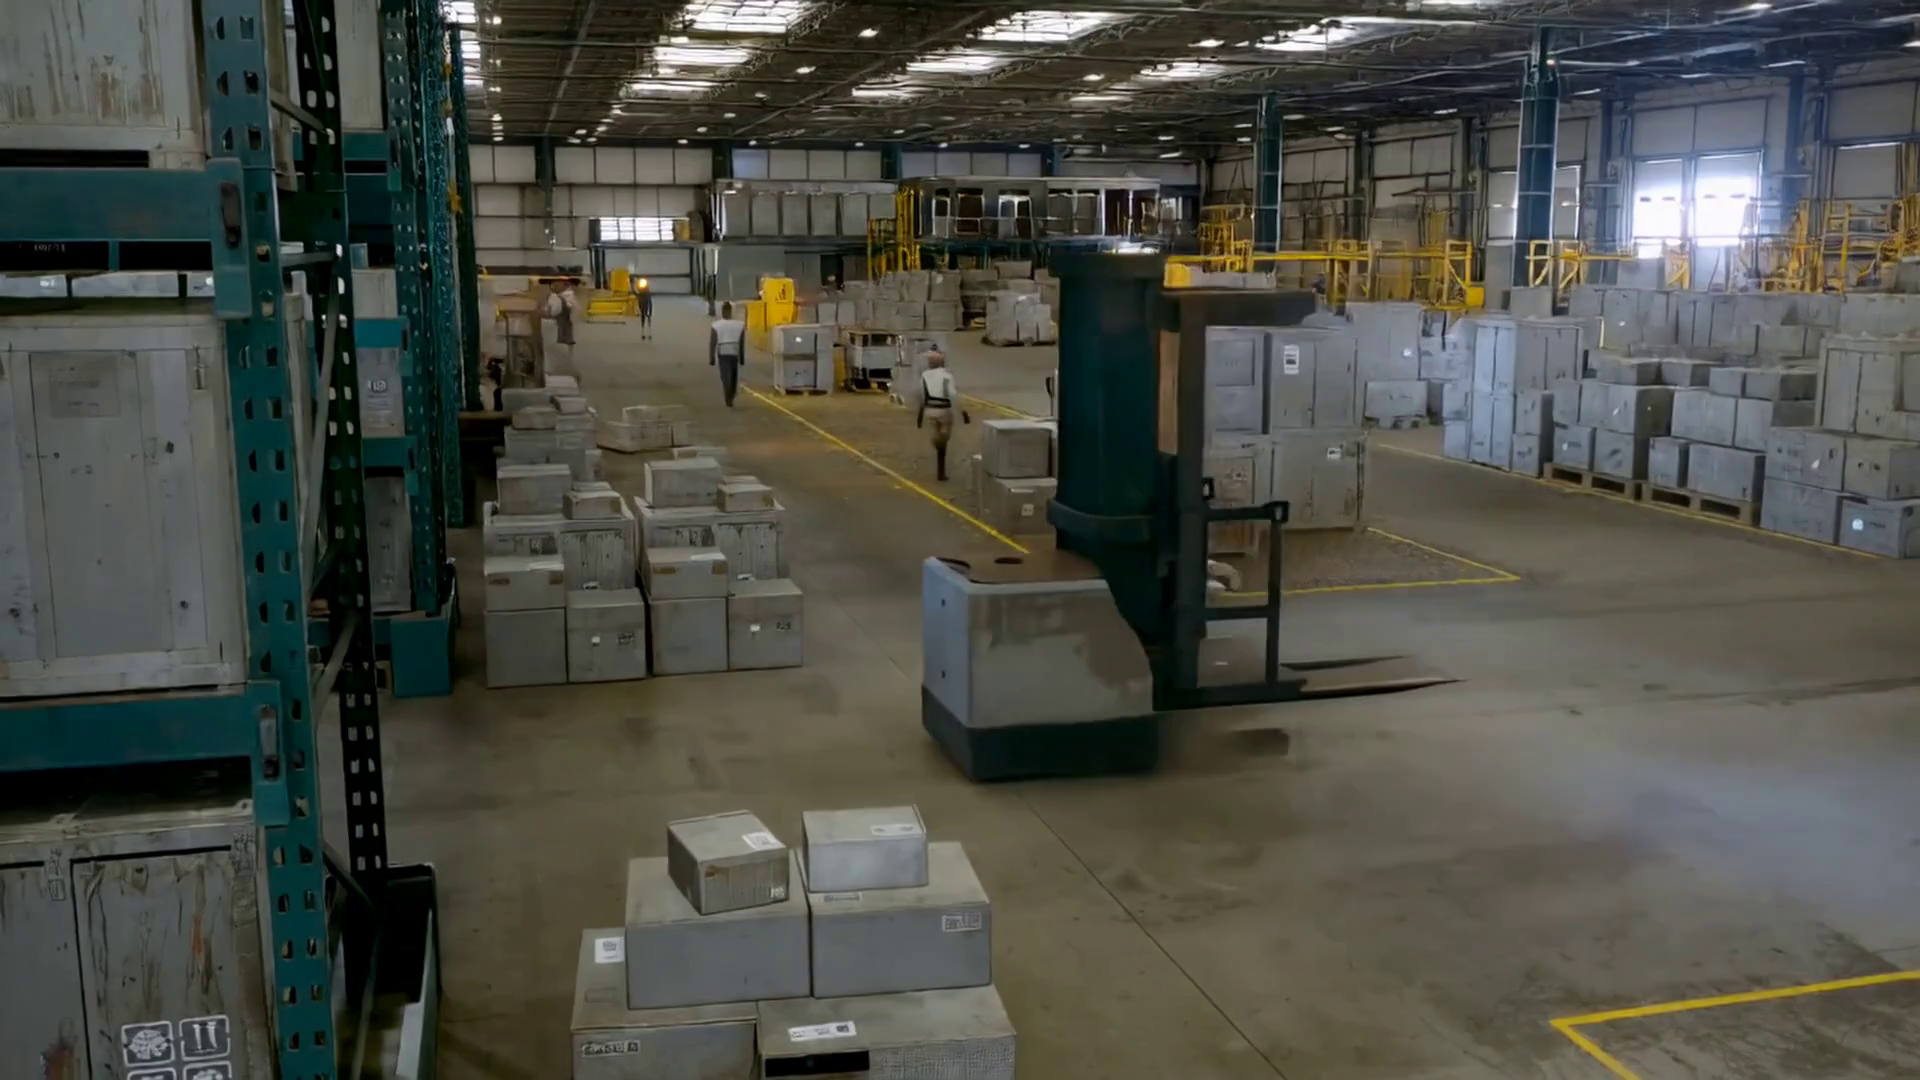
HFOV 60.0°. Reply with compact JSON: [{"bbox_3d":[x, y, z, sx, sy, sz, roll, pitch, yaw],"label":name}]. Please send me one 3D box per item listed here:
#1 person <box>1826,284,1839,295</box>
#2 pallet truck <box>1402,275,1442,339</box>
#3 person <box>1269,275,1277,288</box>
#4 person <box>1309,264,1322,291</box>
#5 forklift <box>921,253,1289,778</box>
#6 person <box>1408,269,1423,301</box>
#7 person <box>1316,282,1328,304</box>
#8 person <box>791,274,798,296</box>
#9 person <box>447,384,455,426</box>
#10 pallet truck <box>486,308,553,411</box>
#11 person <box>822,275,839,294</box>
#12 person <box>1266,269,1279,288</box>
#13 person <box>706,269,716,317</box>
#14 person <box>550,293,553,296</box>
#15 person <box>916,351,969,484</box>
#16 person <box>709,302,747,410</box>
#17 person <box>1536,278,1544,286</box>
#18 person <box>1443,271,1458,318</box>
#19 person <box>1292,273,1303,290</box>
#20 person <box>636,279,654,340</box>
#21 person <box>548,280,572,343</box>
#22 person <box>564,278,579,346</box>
[{"bbox_3d":[22.631,-5.673,43.067,0.552,1.908,0.890,-8,13,-38],"label":"person"},{"bbox_3d":[14.620,-7.324,52.145,0.823,1.965,1.885,8,13,40],"label":"pallet truck"},{"bbox_3d":[10.659,-8.178,57.264,0.855,1.912,0.632,8,13,38],"label":"person"},{"bbox_3d":[18.001,-12.928,83.961,0.617,1.970,0.717,-6,12,-30],"label":"person"},{"bbox_3d":[0.791,-0.208,9.351,1.873,2.768,1.129,-3,10,-15],"label":"forklift"},{"bbox_3d":[20.739,-11.418,75.792,0.647,1.826,0.456,4,11,24],"label":"person"},{"bbox_3d":[11.980,-7.731,55.330,0.534,1.692,0.321,6,12,31],"label":"person"},{"bbox_3d":[-6.022,-8.445,58.776,0.949,1.891,0.574,-5,11,-27],"label":"person"},{"bbox_3d":[-6.335,-1.585,20.089,0.430,1.845,0.624,8,13,38],"label":"person"},{"bbox_3d":[-6.242,-2.418,24.362,0.823,1.965,1.885,1,10,3],"label":"pallet truck"},{"bbox_3d":[-4.472,-8.221,57.580,0.575,1.880,0.871,0,10,3],"label":"person"},{"bbox_3d":[12.558,-9.927,67.024,0.615,1.945,0.404,-6,11,-29],"label":"person"},{"bbox_3d":[-10.118,-10.004,67.492,0.354,1.939,0.544,3,10,14],"label":"person"},{"bbox_3d":[-12.788,-7.317,52.978,0.534,1.694,0.320,1,10,3],"label":"person"},{"bbox_3d":[-0.222,-1.504,20.342,0.613,1.592,0.822,3,10,17],"label":"person"},{"bbox_3d":[-4.120,-3.253,29.366,0.630,1.895,0.692,-4,11,-21],"label":"person"},{"bbox_3d":[17.427,-6.911,50.013,0.589,1.924,0.383,-4,11,-23],"label":"person"},{"bbox_3d":[19.570,-9.783,66.333,0.606,1.893,0.789,2,10,9],"label":"person"},{"bbox_3d":[13.268,-9.586,65.418,0.429,1.844,0.640,1,10,5],"label":"person"},{"bbox_3d":[-9.664,-7.059,51.008,0.520,1.871,0.326,-3,10,-14],"label":"person"},{"bbox_3d":[-10.276,-5.682,42.724,0.616,2.000,0.704,5,11,27],"label":"person"},{"bbox_3d":[-11.305,-6.628,48.310,0.383,1.959,0.600,0,10,2],"label":"person"}]
